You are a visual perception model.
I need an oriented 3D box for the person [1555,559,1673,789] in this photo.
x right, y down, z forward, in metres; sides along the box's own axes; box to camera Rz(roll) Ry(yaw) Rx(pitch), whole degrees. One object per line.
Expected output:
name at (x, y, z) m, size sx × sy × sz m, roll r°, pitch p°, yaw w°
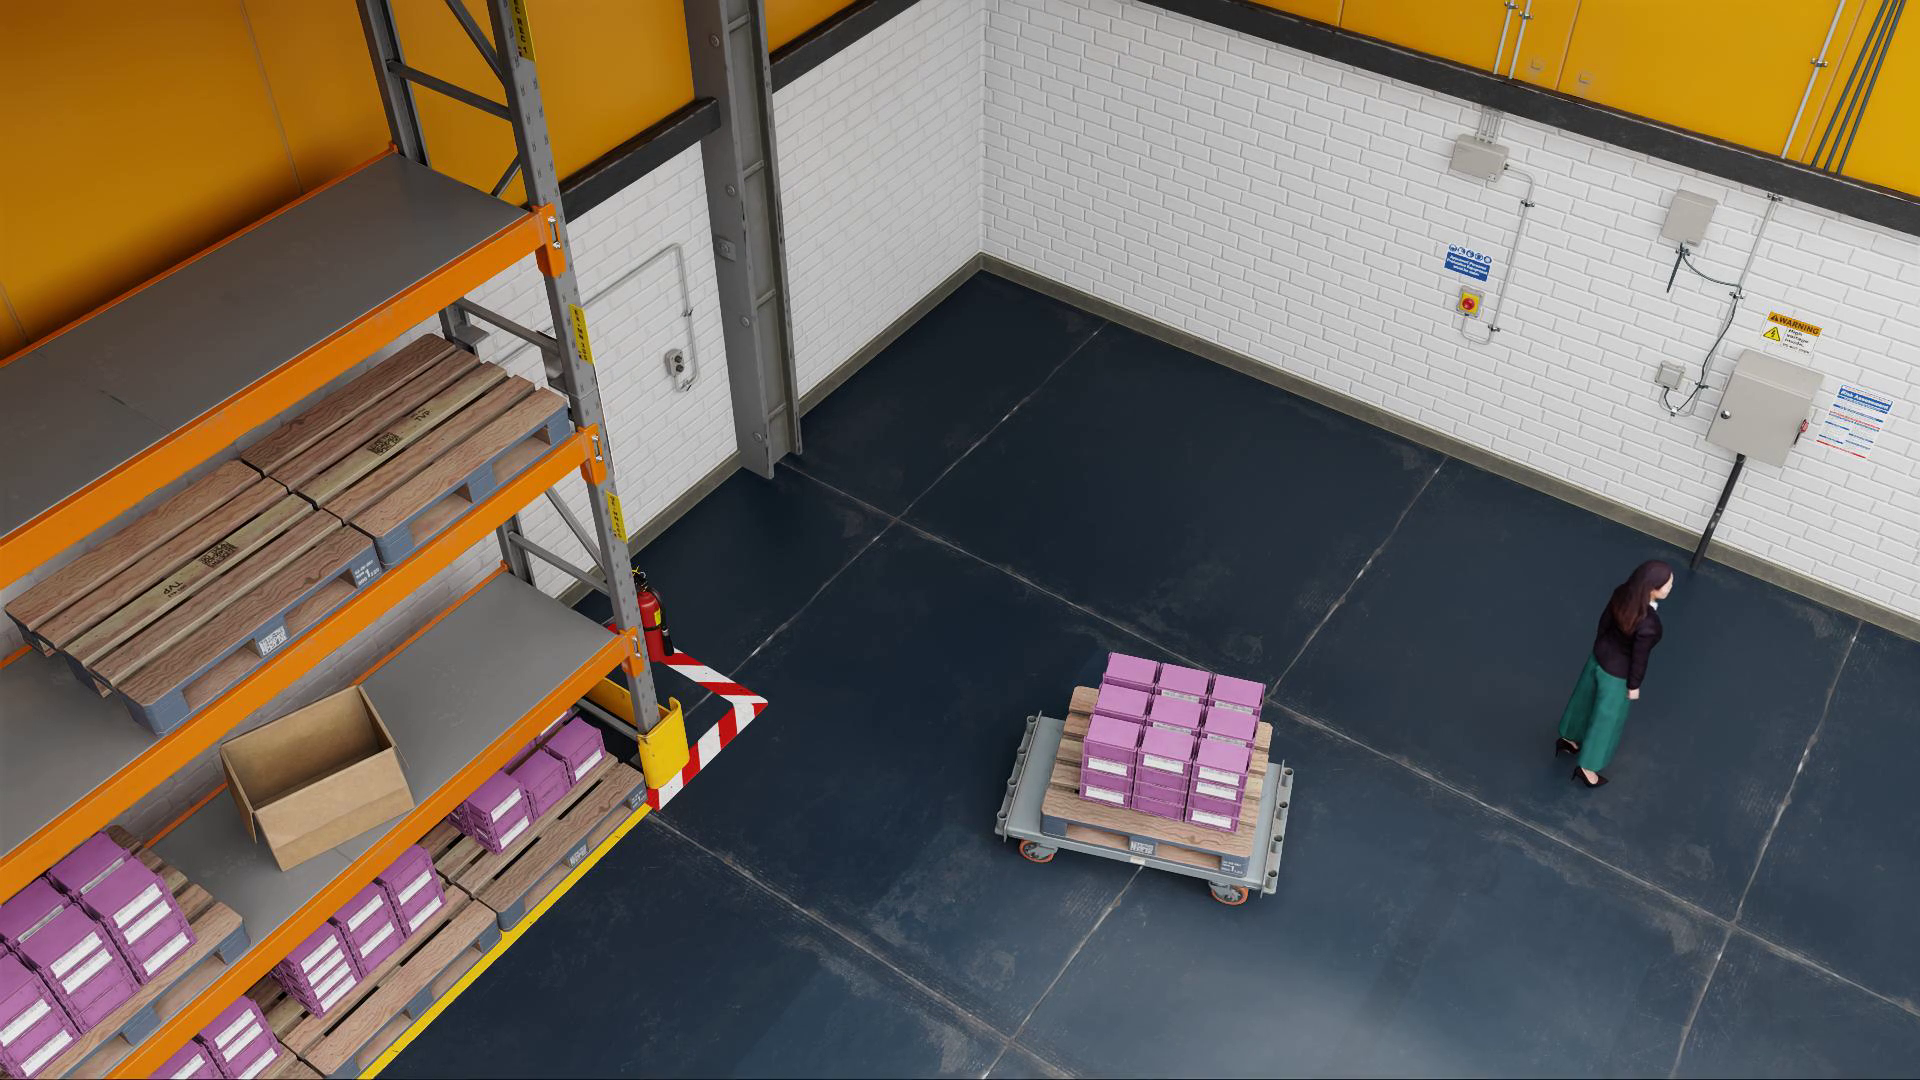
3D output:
person at (3.862, 0.780, 9.833) m, size 0.752 × 1.741 × 0.691 m, roll -6°, pitch 44°, yaw -7°
